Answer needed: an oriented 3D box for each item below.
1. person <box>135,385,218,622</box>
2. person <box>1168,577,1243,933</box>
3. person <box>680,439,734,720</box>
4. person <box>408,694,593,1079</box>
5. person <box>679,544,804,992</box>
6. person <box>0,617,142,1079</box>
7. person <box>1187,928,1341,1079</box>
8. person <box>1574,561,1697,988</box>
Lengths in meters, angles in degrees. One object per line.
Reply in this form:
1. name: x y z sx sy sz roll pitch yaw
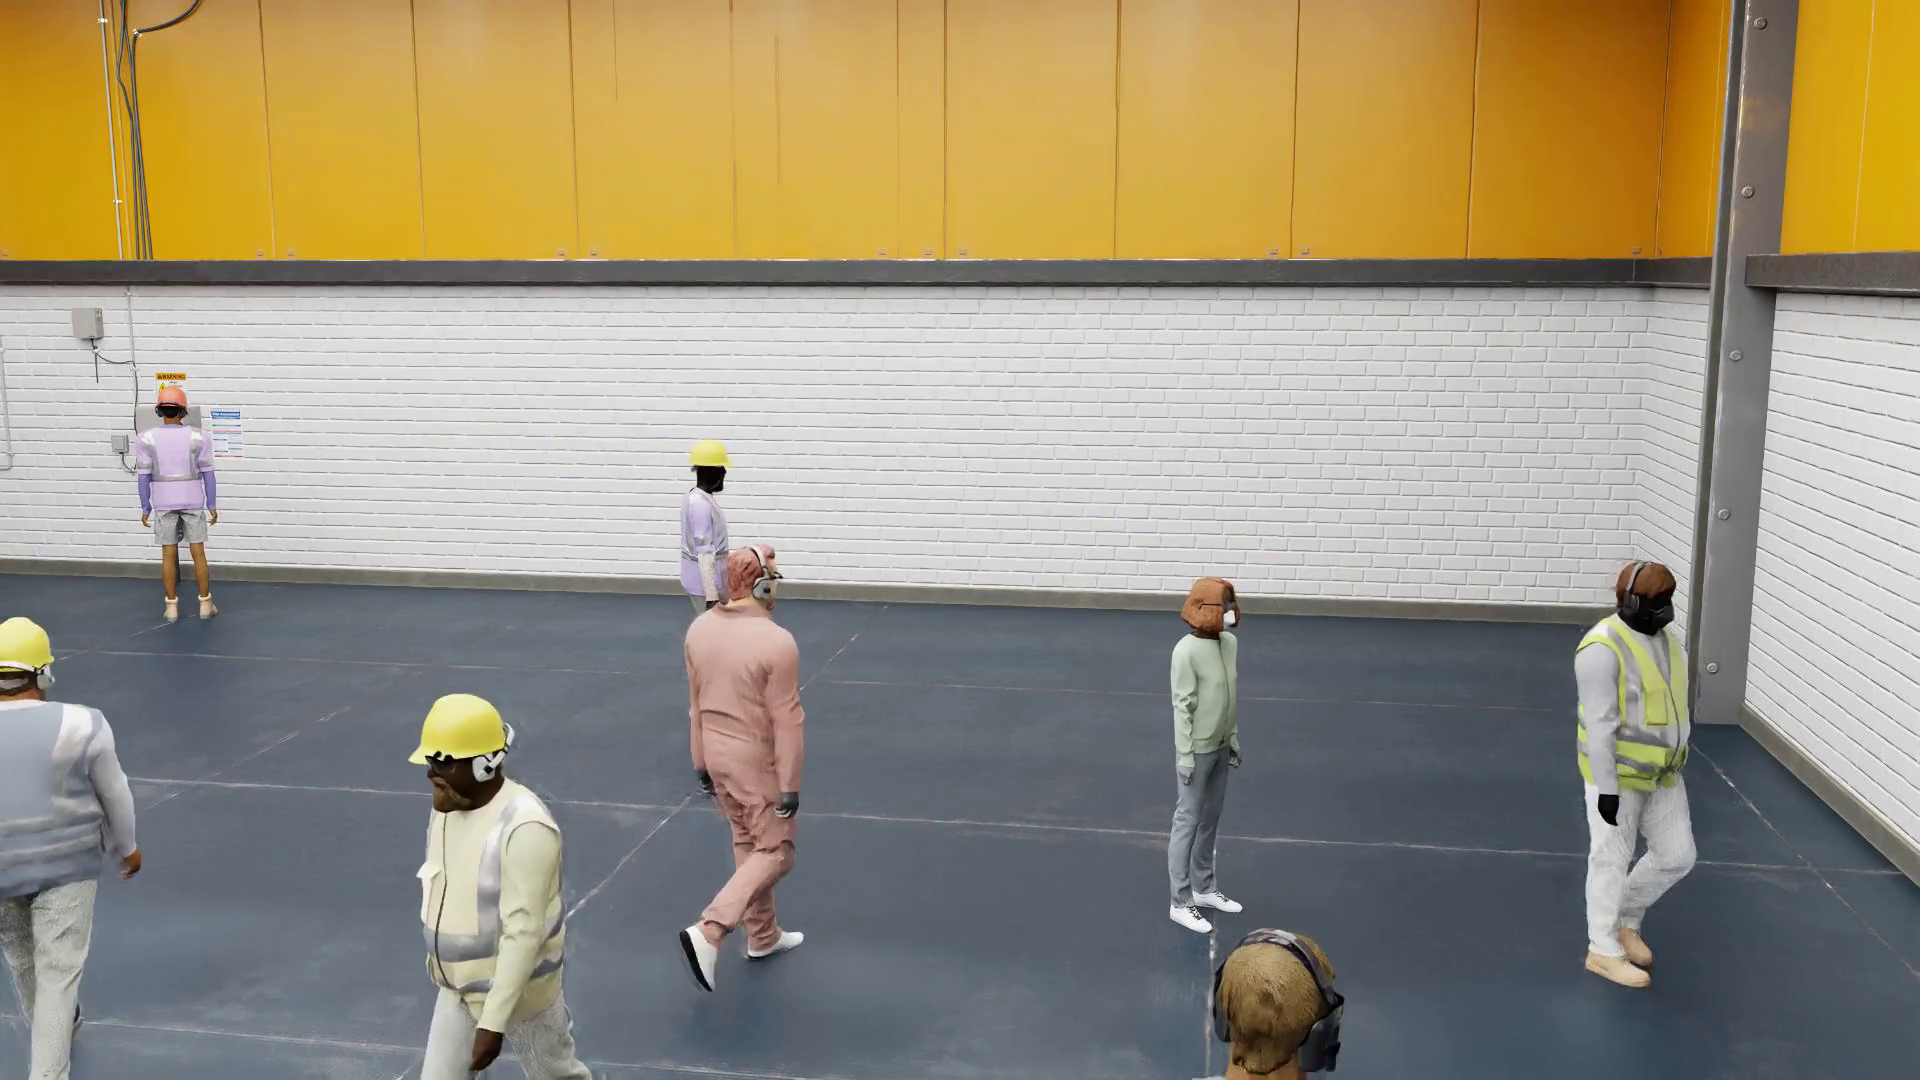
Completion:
1. person: -6.787 -0.318 14.447 0.611 2.042 0.394 -4 10 -22
2. person: 1.148 0.975 7.725 0.286 1.636 0.498 7 12 37
3. person: -1.670 0.291 11.044 0.364 1.929 0.585 -2 9 -14
4. person: -1.439 1.338 5.051 0.591 1.777 0.952 7 12 39
5. person: -0.931 0.959 7.076 0.653 1.886 0.734 8 12 41
6. person: -3.349 1.158 6.110 0.593 1.788 0.895 -2 9 -11
7. person: 0.578 1.615 3.023 0.650 1.884 1.043 7 12 38
8. person: 2.846 0.992 7.040 0.629 1.828 0.449 -5 11 -30
